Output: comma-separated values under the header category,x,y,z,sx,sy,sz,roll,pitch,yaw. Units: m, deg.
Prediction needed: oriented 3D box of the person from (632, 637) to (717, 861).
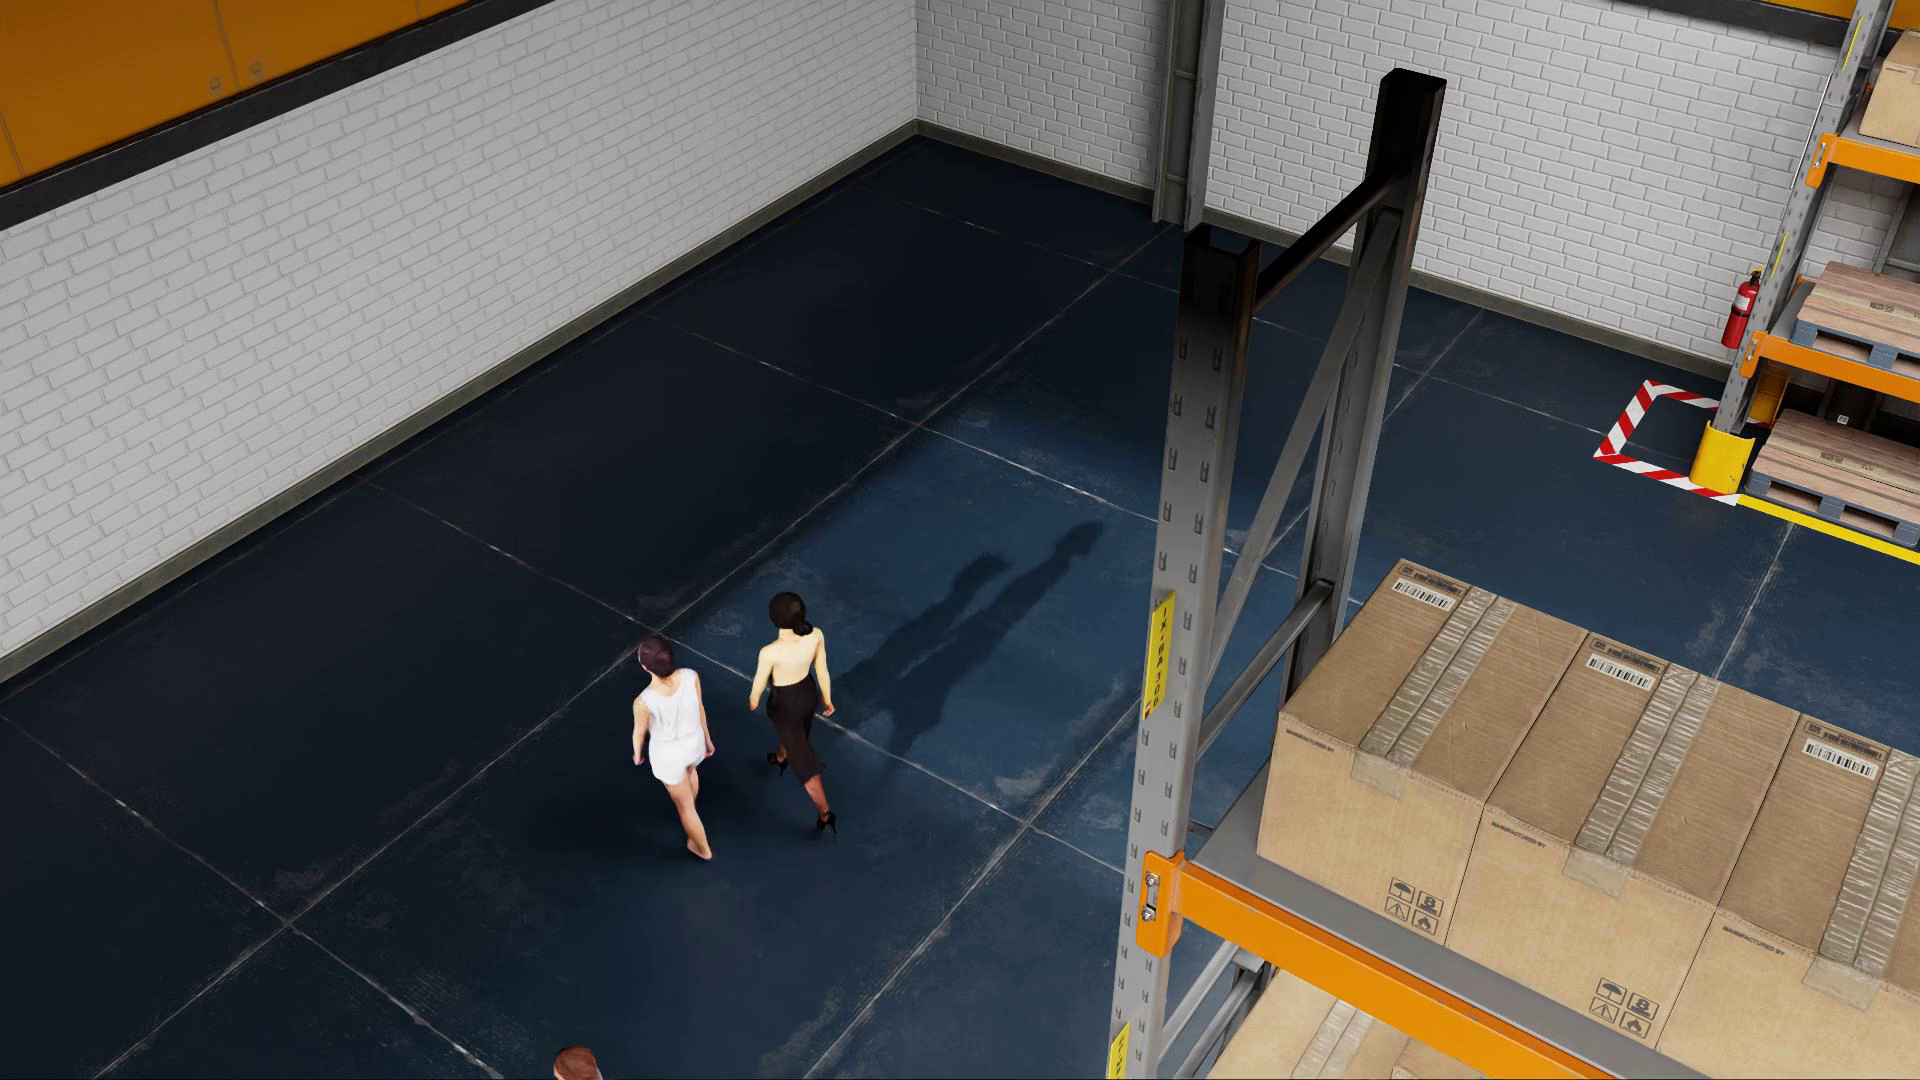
category,x,y,z,sx,sy,sz,roll,pitch,yaw
person,-1.533,1.202,9.242,0.671,1.607,0.832,-29,47,-31

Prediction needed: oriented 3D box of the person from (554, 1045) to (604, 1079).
category,x,y,z,sx,sy,sz,roll,pitch,yaw
person,-1.617,2.721,7.680,0.634,1.182,0.569,-10,40,-12

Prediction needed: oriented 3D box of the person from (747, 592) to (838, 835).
category,x,y,z,sx,sy,sz,roll,pitch,yaw
person,-0.908,1.017,9.471,0.712,1.609,1.063,-27,46,-30
